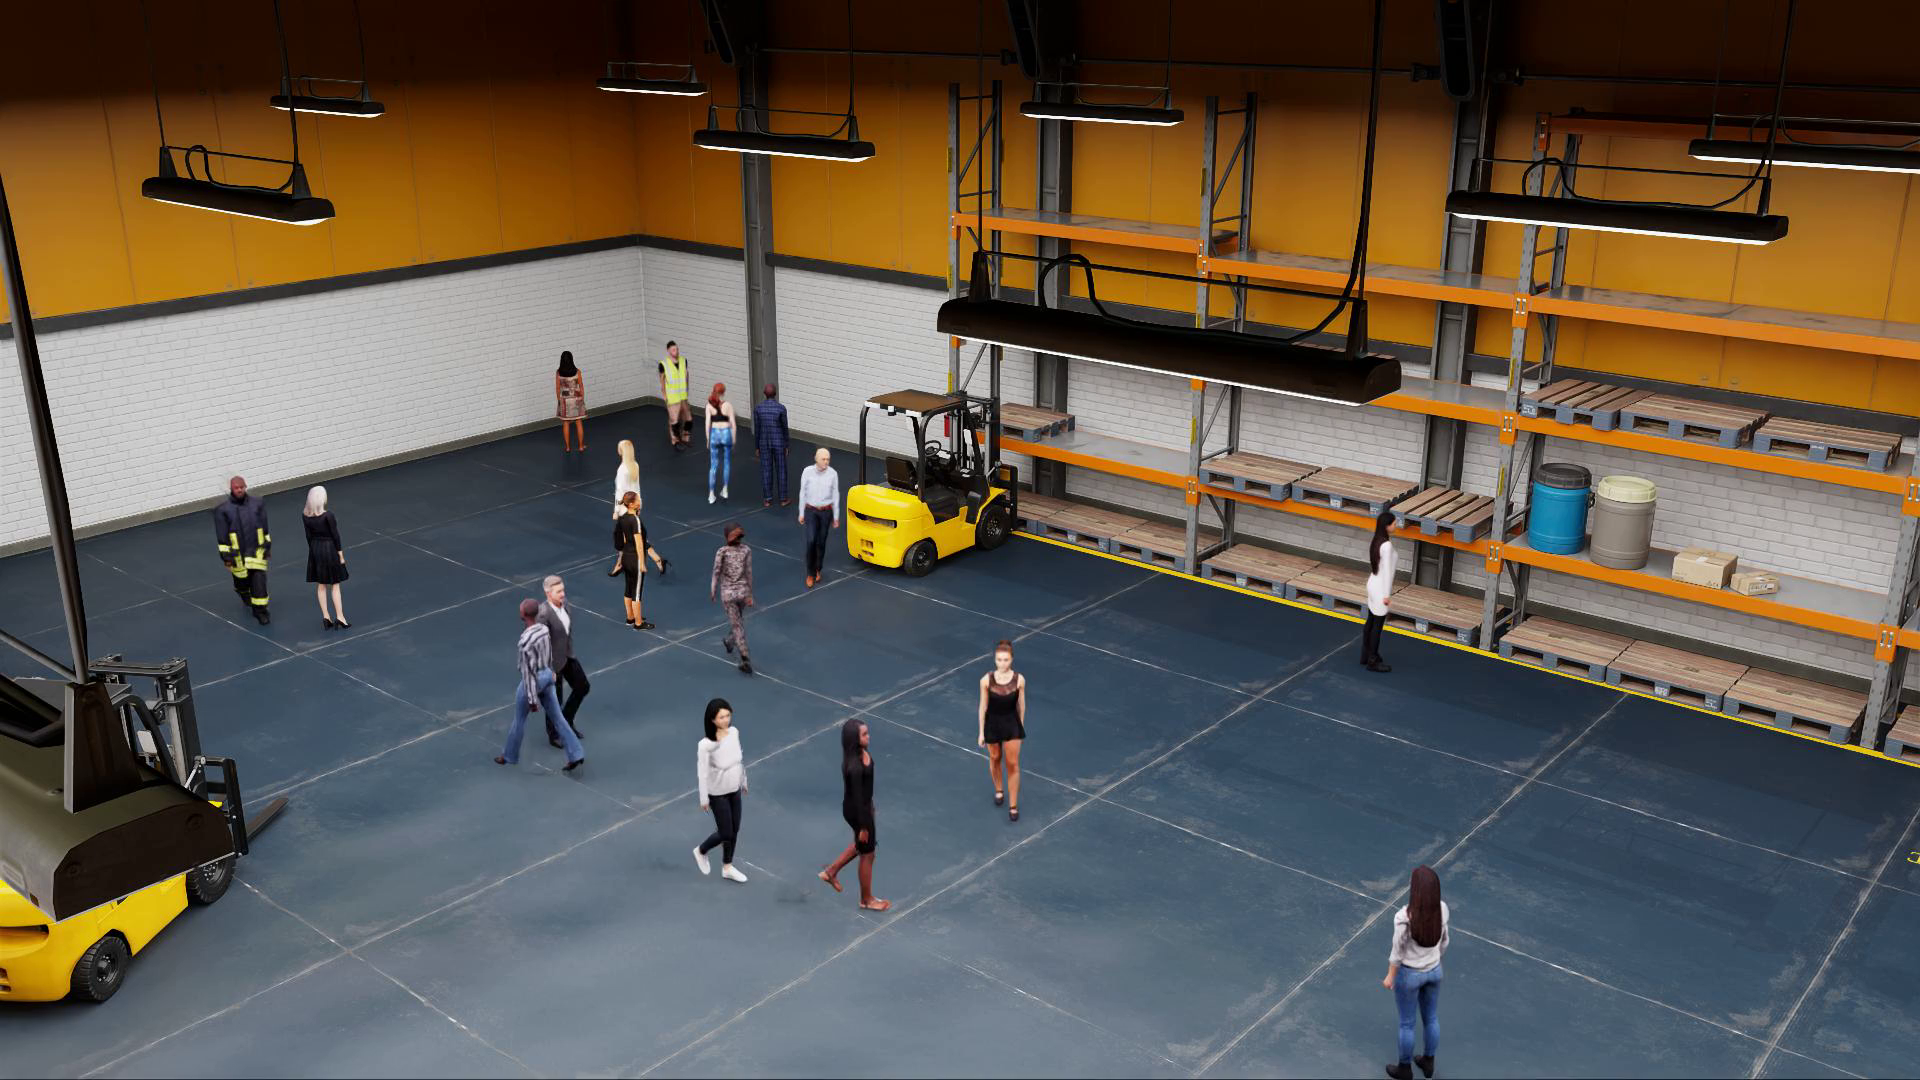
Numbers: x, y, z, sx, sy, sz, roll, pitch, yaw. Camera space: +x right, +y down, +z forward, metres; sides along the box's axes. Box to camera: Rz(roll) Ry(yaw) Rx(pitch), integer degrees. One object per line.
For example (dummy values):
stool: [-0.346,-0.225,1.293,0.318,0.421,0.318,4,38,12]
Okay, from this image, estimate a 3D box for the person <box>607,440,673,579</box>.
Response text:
person: [-4.102,-0.335,20.982,1.193,1.831,0.993,3,19,8]

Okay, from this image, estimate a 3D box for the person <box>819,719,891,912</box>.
person: [-0.889,2.238,13.527,0.956,1.713,0.881,0,19,0]

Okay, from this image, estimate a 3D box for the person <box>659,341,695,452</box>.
person: [-4.632,-2.341,26.941,0.771,1.830,0.785,-15,24,-38]

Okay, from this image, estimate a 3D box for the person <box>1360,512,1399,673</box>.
person: [4.626,0.558,18.369,0.726,1.807,0.679,-1,19,-2]

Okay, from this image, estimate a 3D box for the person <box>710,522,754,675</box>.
person: [-2.442,0.664,18.264,0.835,1.672,1.169,-11,22,-29]

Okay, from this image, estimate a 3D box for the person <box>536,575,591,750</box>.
person: [-4.060,1.186,16.478,0.811,1.822,0.841,6,20,17]

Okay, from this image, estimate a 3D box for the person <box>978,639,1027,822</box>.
person: [0.392,1.681,15.273,0.902,1.654,0.919,2,19,5]

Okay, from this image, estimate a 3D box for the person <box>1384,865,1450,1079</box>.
person: [3.159,2.984,11.437,0.677,1.632,0.668,-7,20,-21]

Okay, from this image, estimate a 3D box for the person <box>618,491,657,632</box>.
person: [-3.841,0.226,19.571,0.699,1.668,0.553,-11,21,-29]

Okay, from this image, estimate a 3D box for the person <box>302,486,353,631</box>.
person: [-7.433,0.208,19.499,0.649,1.748,0.750,4,19,12]

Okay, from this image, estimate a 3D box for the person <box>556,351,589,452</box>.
person: [-6.325,-2.263,26.999,0.713,1.645,0.769,-2,19,-6]

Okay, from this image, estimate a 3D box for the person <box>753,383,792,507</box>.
person: [-2.718,-1.391,24.138,0.741,1.818,0.818,0,19,0]

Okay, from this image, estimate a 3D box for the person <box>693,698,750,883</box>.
person: [-2.059,2.093,13.995,0.747,1.689,0.687,10,21,27]

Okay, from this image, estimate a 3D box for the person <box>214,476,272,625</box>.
person: [-8.514,0.086,19.796,0.996,1.789,1.274,-11,22,-30]

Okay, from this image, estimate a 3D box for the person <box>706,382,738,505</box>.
person: [-3.450,-1.389,24.232,0.744,1.754,0.805,-4,19,-11]

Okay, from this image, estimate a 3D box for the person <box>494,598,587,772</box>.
person: [-3.928,1.445,15.853,1.272,1.730,0.996,4,19,12]

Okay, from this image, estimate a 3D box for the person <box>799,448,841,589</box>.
person: [-1.793,-0.330,21.077,0.906,1.761,0.969,-2,19,-6]
